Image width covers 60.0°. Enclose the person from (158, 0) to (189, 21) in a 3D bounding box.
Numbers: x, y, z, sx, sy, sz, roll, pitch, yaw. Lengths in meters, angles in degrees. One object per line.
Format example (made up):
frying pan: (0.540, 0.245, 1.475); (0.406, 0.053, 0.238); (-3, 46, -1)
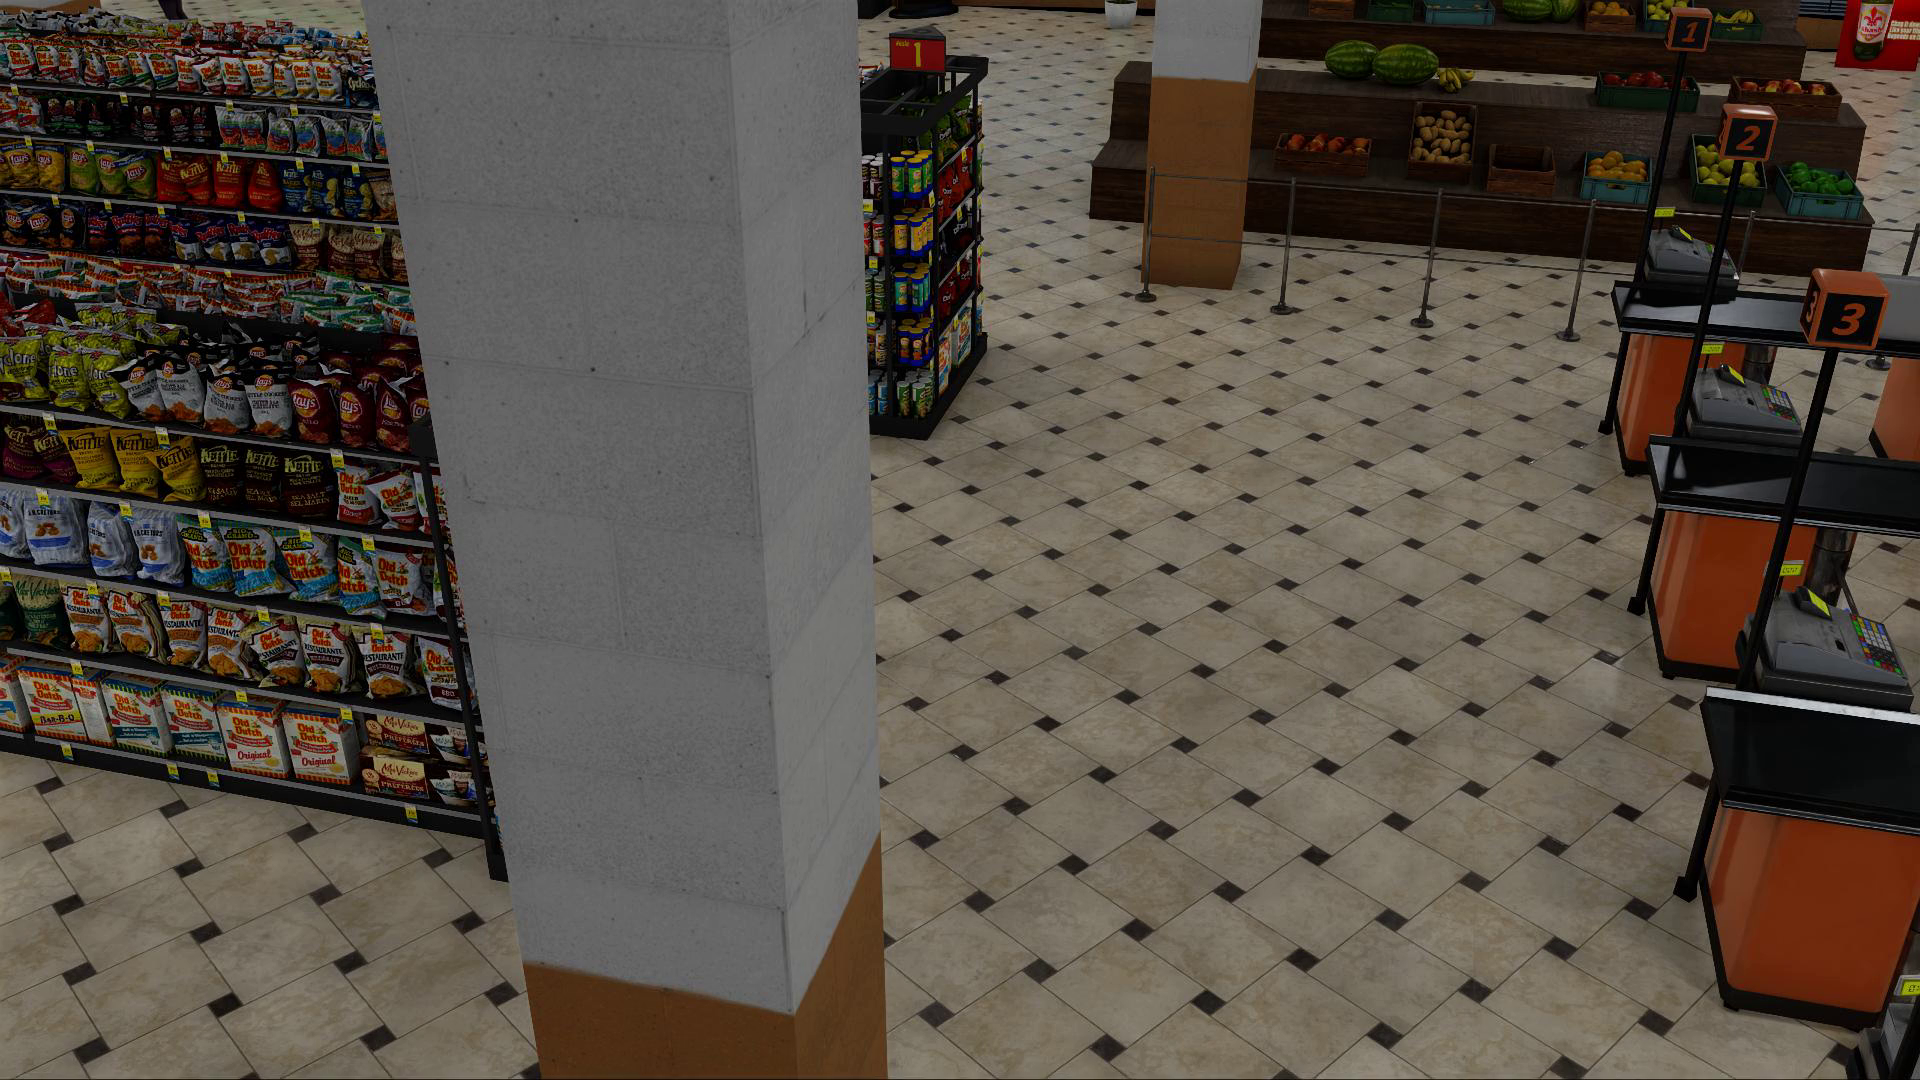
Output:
person: (-9.204, -6.488, 19.249); (0.711, 1.674, 0.725); (1, 29, 2)
